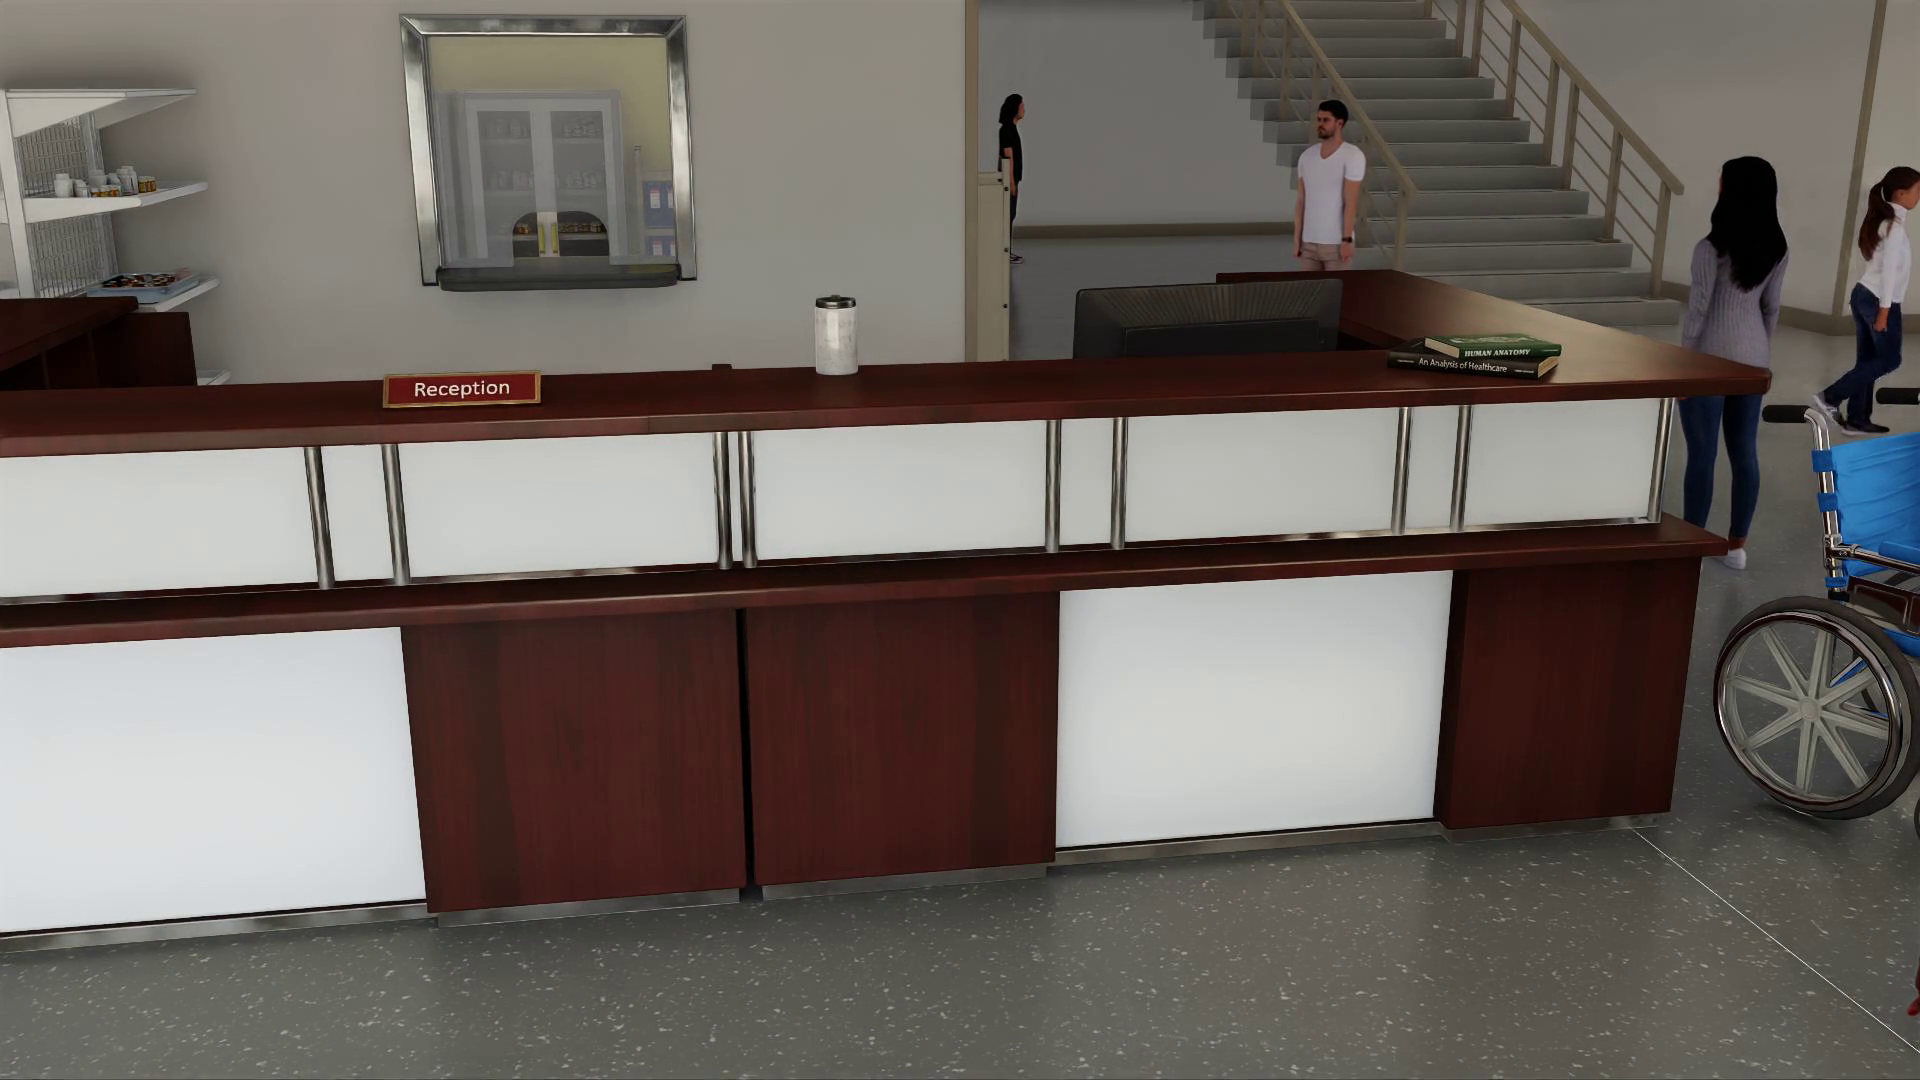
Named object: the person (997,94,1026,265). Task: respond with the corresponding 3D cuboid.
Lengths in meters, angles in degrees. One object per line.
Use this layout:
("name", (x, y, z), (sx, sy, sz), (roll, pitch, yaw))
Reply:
("person", (0.537, -4.017, 18.467), (0.745, 1.829, 0.563), (1, 16, 5))

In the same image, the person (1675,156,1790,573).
("person", (3.236, -0.726, 6.991), (0.606, 1.735, 0.529), (-4, 16, -13))

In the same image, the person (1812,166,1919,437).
("person", (5.181, -1.350, 9.554), (0.684, 1.544, 0.714), (2, 16, 7))

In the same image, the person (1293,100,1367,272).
("person", (2.522, -2.042, 11.384), (0.816, 1.883, 0.679), (-12, 20, -36))
